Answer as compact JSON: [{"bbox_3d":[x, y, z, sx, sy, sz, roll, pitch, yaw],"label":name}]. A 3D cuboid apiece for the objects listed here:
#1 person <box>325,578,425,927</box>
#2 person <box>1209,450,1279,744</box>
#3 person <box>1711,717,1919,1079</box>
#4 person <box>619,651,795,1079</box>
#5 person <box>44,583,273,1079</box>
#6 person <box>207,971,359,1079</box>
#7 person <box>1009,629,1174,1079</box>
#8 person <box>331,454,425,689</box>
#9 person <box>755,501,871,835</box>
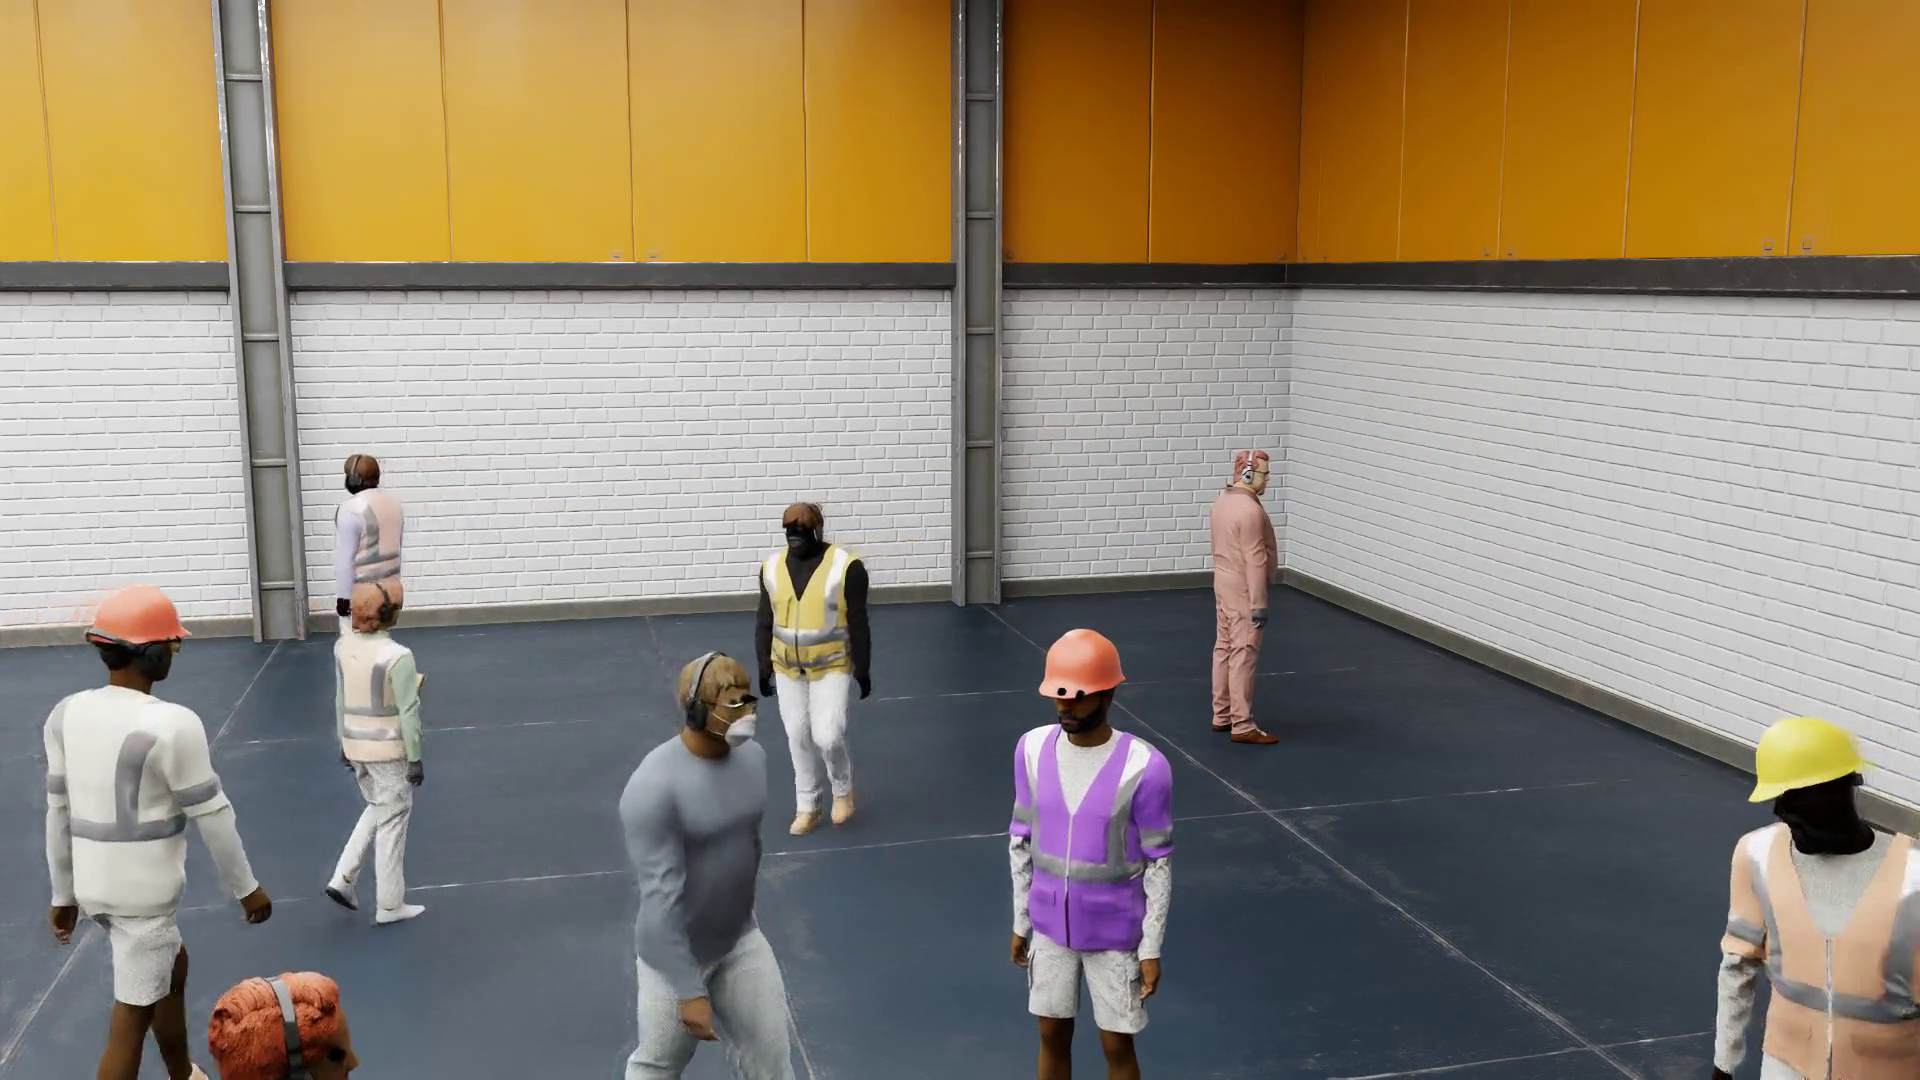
[{"bbox_3d":[-2.687,0.994,7.728,0.531,1.630,0.378,6,11,33],"label":"person"},{"bbox_3d":[1.860,0.362,10.819,0.403,1.904,0.637,-2,9,-12],"label":"person"},{"bbox_3d":[2.376,1.394,4.459,0.642,1.878,0.492,8,12,41],"label":"person"},{"bbox_3d":[-0.702,1.286,5.088,0.973,1.891,0.636,6,11,35],"label":"person"},{"bbox_3d":[-2.689,1.141,5.636,0.619,2.004,0.887,5,10,28],"label":"person"},{"bbox_3d":[-1.222,1.653,2.902,0.584,1.860,0.785,8,12,41],"label":"person"},{"bbox_3d":[0.394,1.229,5.292,0.548,1.937,0.379,5,10,29],"label":"person"},{"bbox_3d":[-3.978,0.319,11.331,0.632,1.820,0.636,2,9,12],"label":"person"},{"bbox_3d":[-0.803,0.695,8.967,0.657,1.827,0.452,3,10,19],"label":"person"}]
